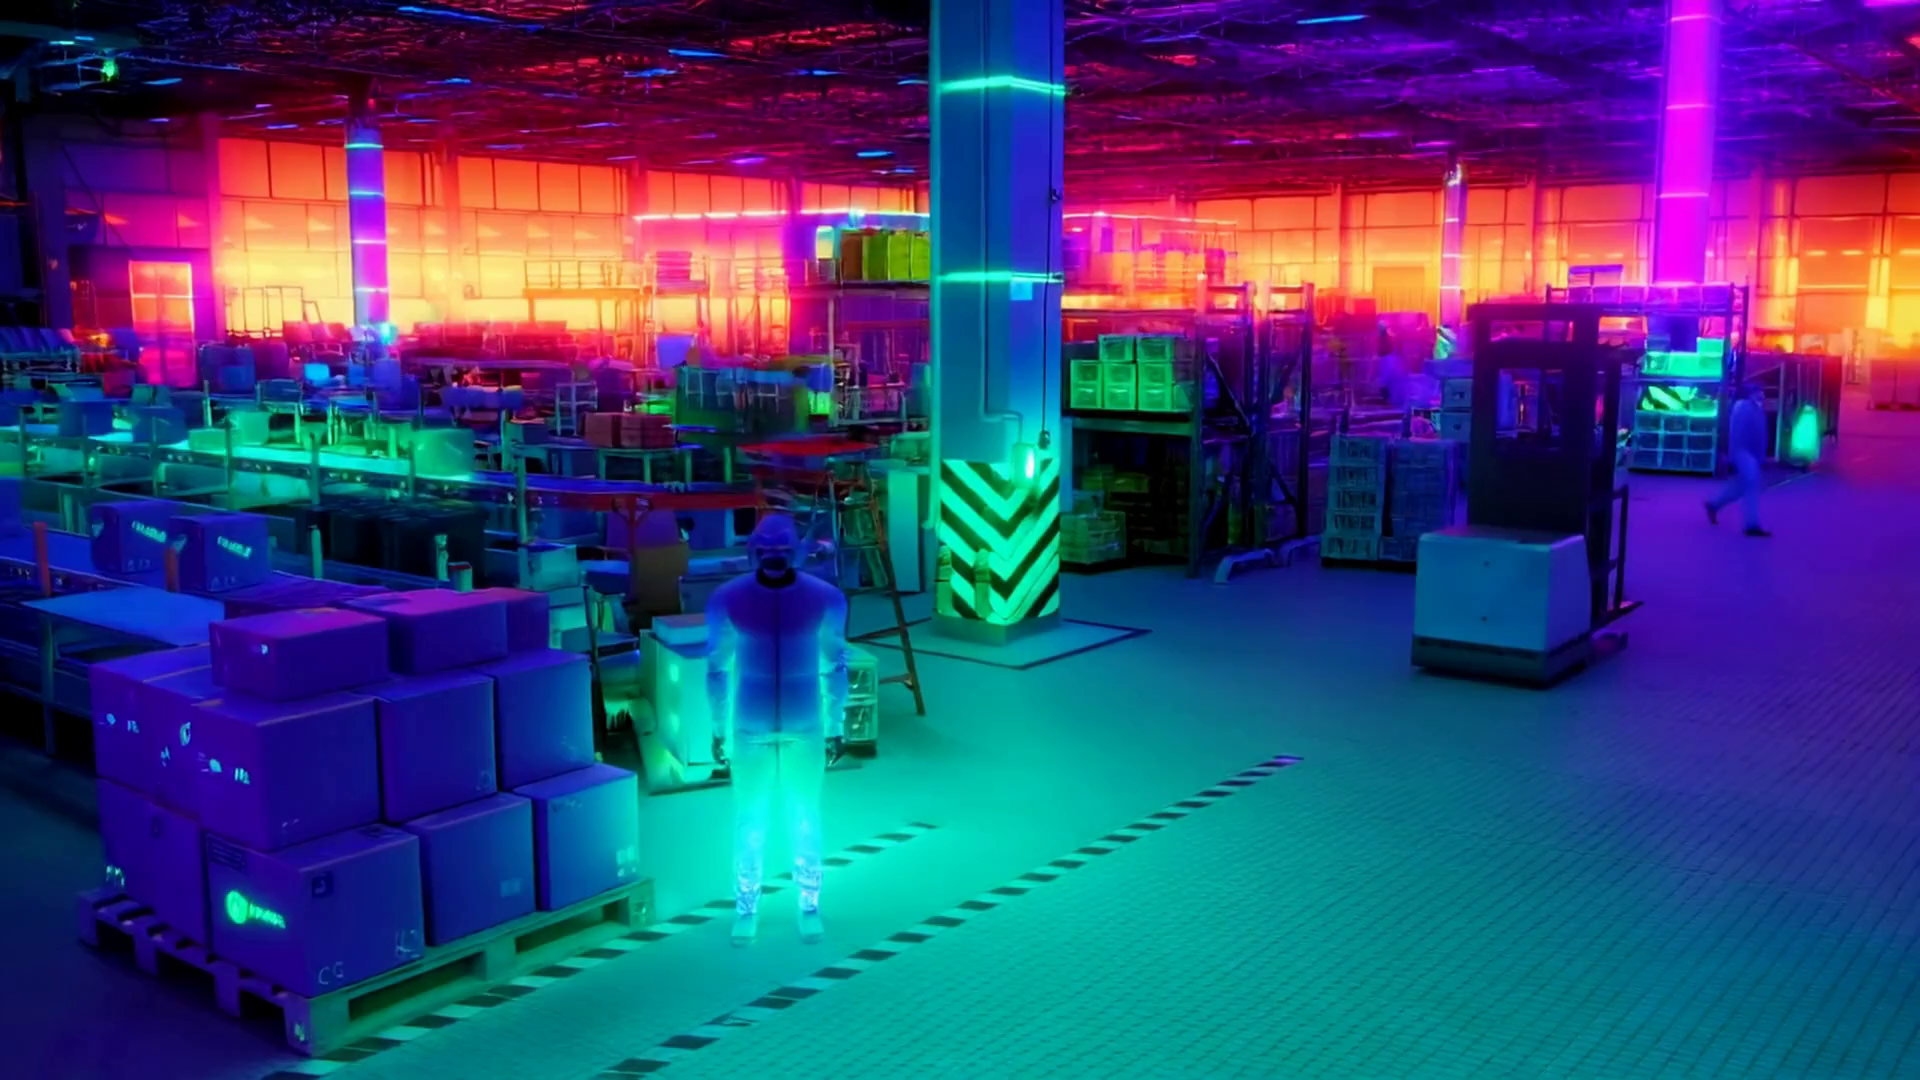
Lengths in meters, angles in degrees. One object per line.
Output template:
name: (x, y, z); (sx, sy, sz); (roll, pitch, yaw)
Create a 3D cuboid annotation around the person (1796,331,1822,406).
person: (21.738, -4.373, 42.584); (0.552, 1.921, 0.461); (-1, 9, -9)

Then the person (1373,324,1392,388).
person: (12.920, -5.665, 51.158); (0.888, 1.957, 0.612); (-2, 9, -12)

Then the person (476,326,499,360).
person: (-12.791, -4.798, 45.125); (0.668, 2.021, 0.822); (6, 10, 35)

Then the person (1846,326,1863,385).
person: (28.372, -5.836, 52.689); (0.329, 1.861, 0.504); (-3, 9, -22)

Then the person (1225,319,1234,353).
person: (10.824, -7.955, 66.721); (0.389, 1.929, 0.547); (2, 9, 14)

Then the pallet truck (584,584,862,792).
pallet truck: (-1.426, 0.805, 10.019); (1.601, 1.201, 0.680); (-4, 9, -26)

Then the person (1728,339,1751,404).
person: (20.356, -4.388, 43.347); (0.672, 1.732, 0.531); (-4, 9, -25)

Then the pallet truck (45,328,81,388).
pallet truck: (-23.775, -4.544, 43.495); (1.885, 1.965, 0.823); (6, 10, 35)

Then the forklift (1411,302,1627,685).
forklift: (4.379, -0.438, 12.852); (1.129, 2.768, 1.873); (7, 11, 37)

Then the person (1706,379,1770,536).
person: (9.455, -1.014, 20.120); (0.650, 1.879, 0.807); (-7, 11, -38)

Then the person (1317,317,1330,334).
person: (16.468, -9.181, 75.268); (0.625, 1.846, 0.429); (-3, 9, -20)

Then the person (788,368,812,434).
person: (-2.462, -1.832, 26.108); (0.909, 1.724, 0.522); (1, 9, 10)

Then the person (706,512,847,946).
person: (-0.812, 0.838, 7.414); (0.631, 1.940, 0.372); (-1, 9, -7)

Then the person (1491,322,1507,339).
person: (16.026, -5.459, 49.518); (0.538, 2.000, 0.684); (-7, 11, -41)

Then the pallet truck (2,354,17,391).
pallet truck: (-24.881, -4.417, 42.634); (1.885, 1.965, 0.823); (8, 11, 41)

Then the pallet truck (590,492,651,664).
pallet truck: (-3.115, 0.344, 12.883); (0.653, 1.274, 1.630); (7, 11, 37)

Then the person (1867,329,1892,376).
person: (31.804, -6.432, 57.343); (0.855, 1.648, 0.543); (-1, 9, -9)

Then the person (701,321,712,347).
person: (-9.960, -7.639, 64.901); (0.976, 1.830, 0.598); (8, 12, 43)
